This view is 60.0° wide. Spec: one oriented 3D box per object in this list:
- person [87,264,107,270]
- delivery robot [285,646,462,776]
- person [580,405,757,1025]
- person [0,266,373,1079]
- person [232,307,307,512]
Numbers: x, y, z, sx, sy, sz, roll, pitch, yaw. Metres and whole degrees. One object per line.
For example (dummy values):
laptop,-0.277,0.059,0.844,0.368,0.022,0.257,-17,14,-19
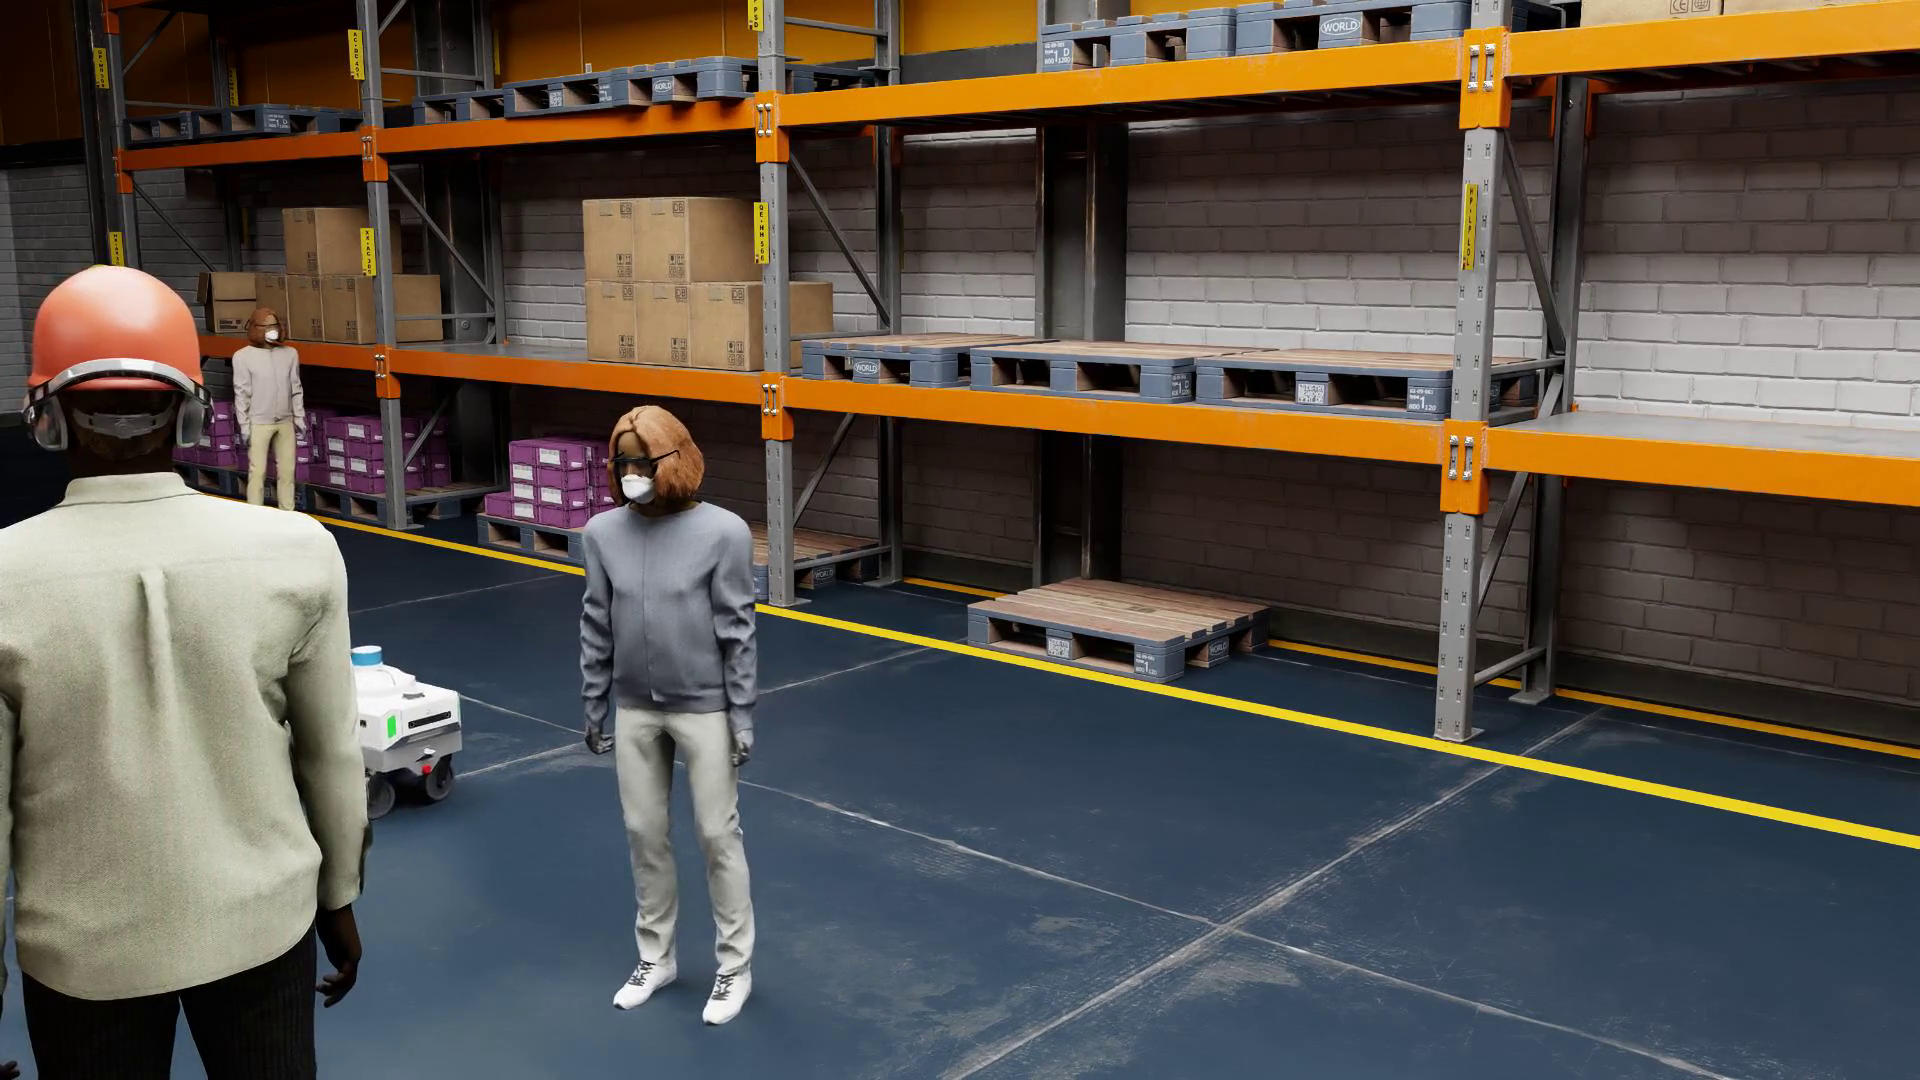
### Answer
person,-5.500,-0.827,10.854,0.401,1.918,0.588,4,11,21
delivery robot,-2.170,0.635,6.128,0.707,0.478,0.477,7,12,35
person,-0.767,0.455,4.379,0.507,1.623,0.290,3,10,17
person,-1.215,0.591,2.548,0.612,1.995,0.382,-8,13,-37
person,-4.742,-0.786,11.452,0.283,1.626,0.504,7,12,34
